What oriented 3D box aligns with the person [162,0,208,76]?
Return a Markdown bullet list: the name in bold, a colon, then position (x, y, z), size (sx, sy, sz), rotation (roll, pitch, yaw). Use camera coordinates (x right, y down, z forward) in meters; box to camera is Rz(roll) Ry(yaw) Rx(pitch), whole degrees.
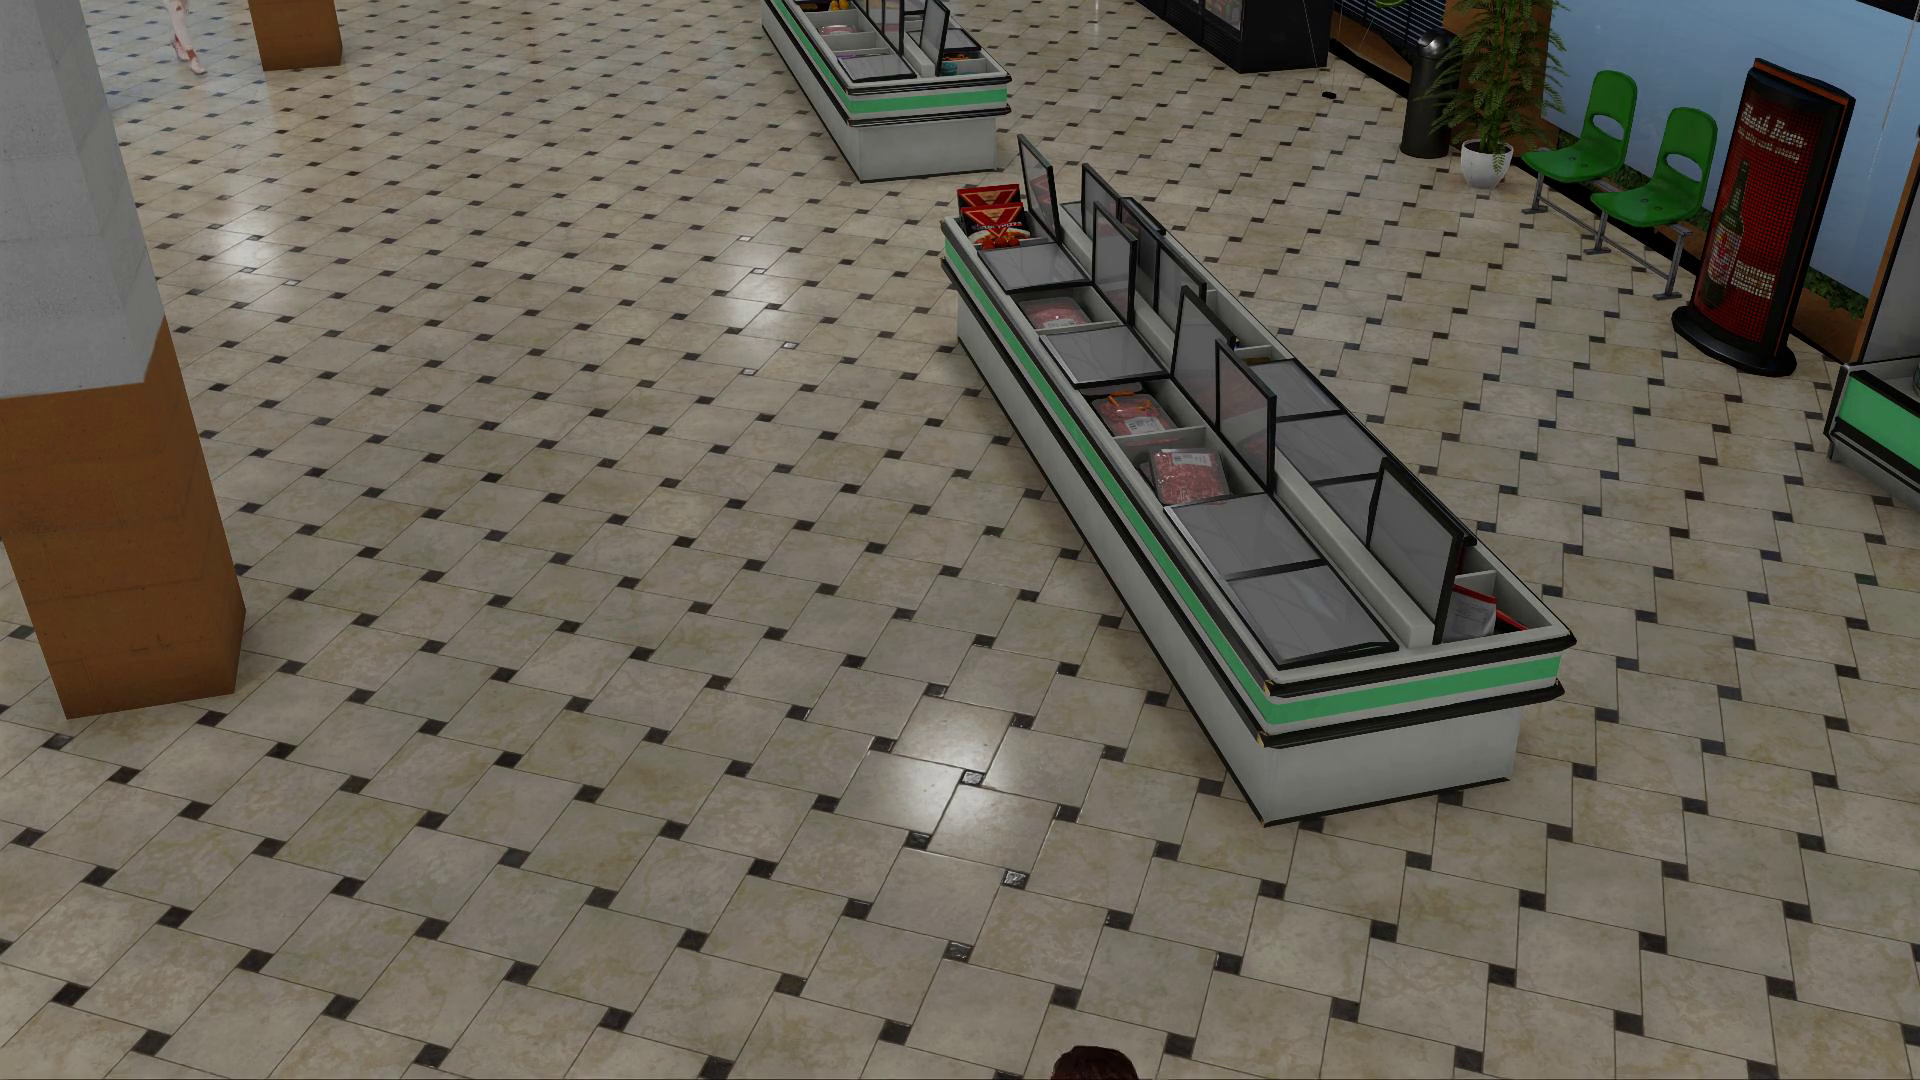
- **person**: position (-7.305, -5.193, 15.330), size (0.946, 1.676, 1.176), rotation (-27, 41, -36)
